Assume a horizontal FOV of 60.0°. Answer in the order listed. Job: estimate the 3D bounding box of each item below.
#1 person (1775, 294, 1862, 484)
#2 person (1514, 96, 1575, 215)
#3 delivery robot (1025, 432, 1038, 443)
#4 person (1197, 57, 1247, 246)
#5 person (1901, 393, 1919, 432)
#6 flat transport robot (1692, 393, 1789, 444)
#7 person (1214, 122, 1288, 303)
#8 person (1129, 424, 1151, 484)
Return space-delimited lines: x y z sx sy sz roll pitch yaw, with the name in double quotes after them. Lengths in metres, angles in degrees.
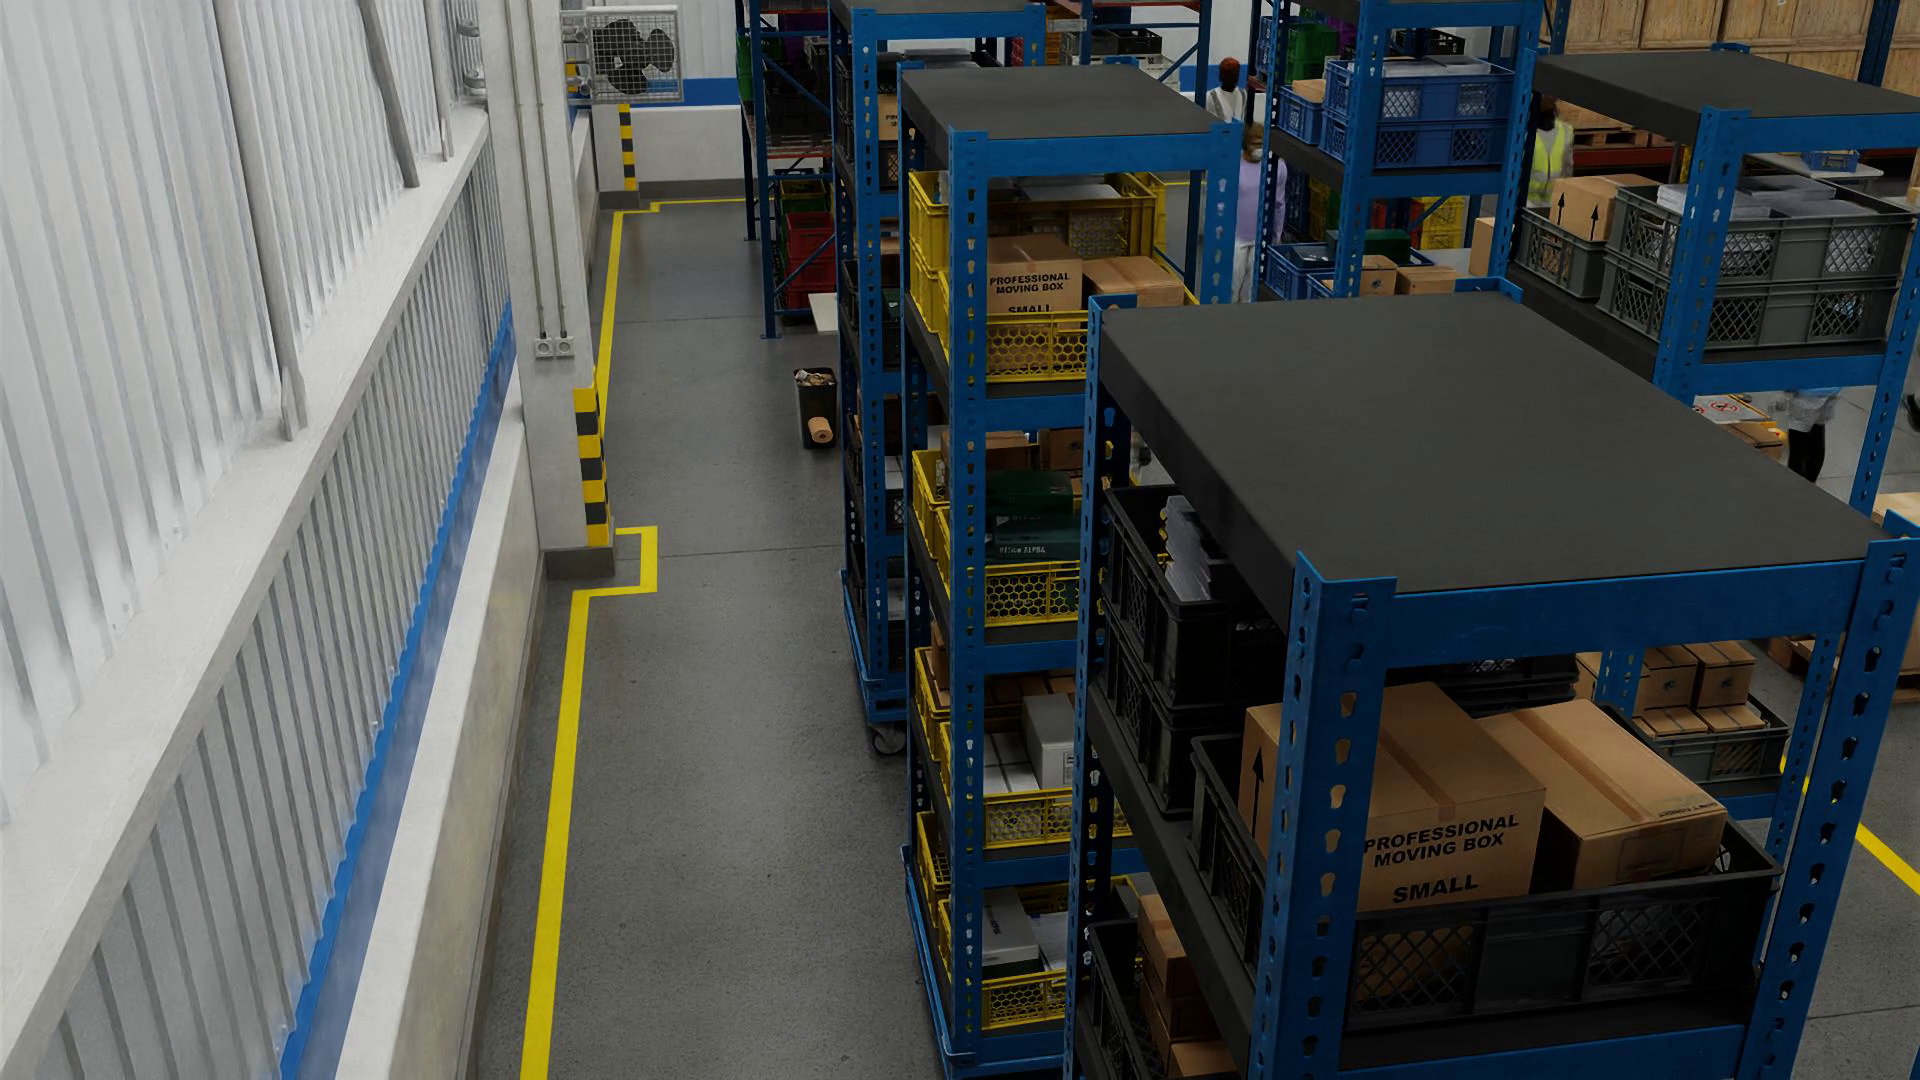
5.524 -1.001 10.747 0.537 1.697 0.317 -17 30 -33 "person"
5.332 -3.223 15.451 0.655 1.813 0.524 -1 25 -3 "person"
0.339 -0.770 11.495 0.477 0.478 0.707 -2 25 -3 "delivery robot"
2.668 -3.939 16.911 0.584 1.882 0.337 -17 30 -33 "person"
6.983 -1.468 11.624 0.605 1.812 0.576 -8 26 -17 "person"
5.224 -0.859 12.132 1.431 0.197 0.652 -4 25 -8 "flat transport robot"
2.354 -2.444 13.617 0.656 1.925 0.546 -4 25 -9 "person"
0.963 -0.608 9.962 0.312 1.638 0.512 -14 28 -28 "person"
